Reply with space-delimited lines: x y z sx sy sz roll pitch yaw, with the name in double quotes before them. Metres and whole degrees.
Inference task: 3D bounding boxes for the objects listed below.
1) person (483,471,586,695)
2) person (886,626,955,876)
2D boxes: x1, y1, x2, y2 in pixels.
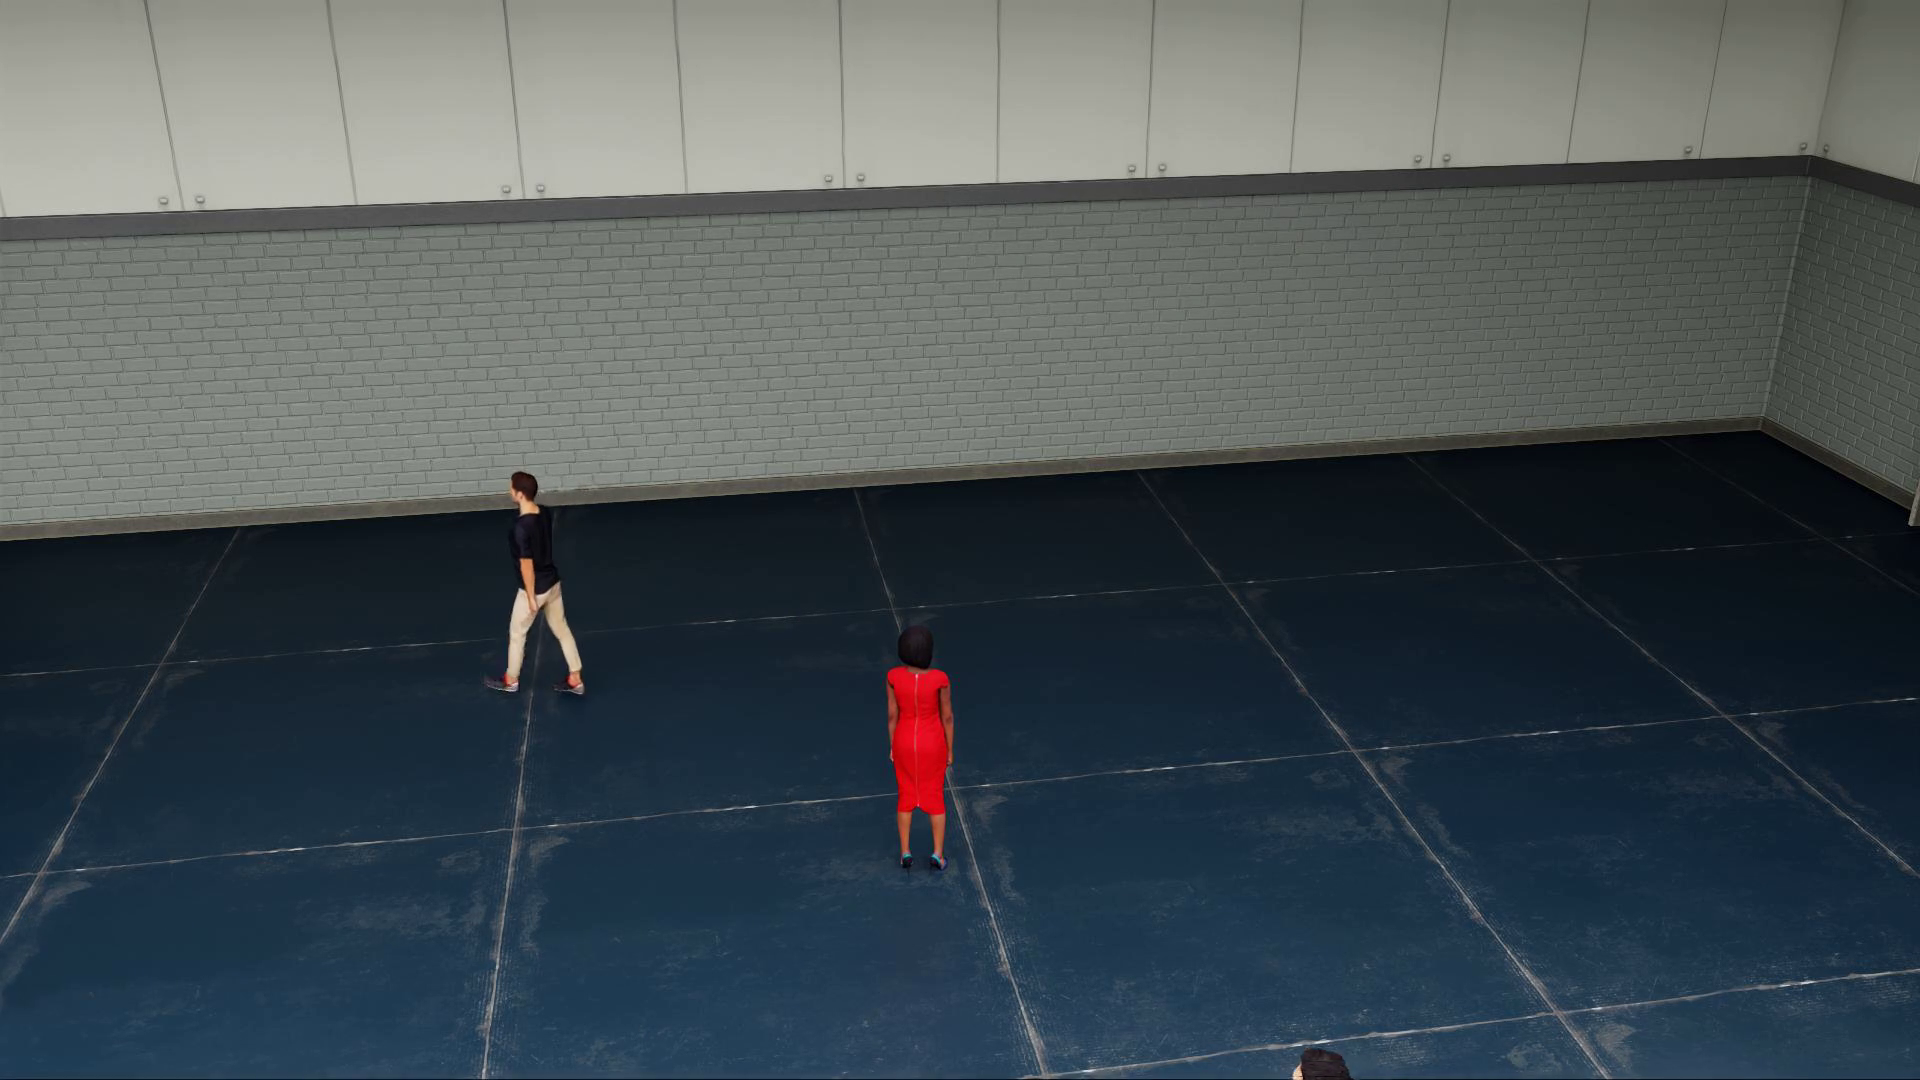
"person" -3.121 0.373 12.658 0.990 1.822 1.056 7 24 17
"person" -0.255 1.332 10.503 0.623 1.744 0.595 3 23 8
